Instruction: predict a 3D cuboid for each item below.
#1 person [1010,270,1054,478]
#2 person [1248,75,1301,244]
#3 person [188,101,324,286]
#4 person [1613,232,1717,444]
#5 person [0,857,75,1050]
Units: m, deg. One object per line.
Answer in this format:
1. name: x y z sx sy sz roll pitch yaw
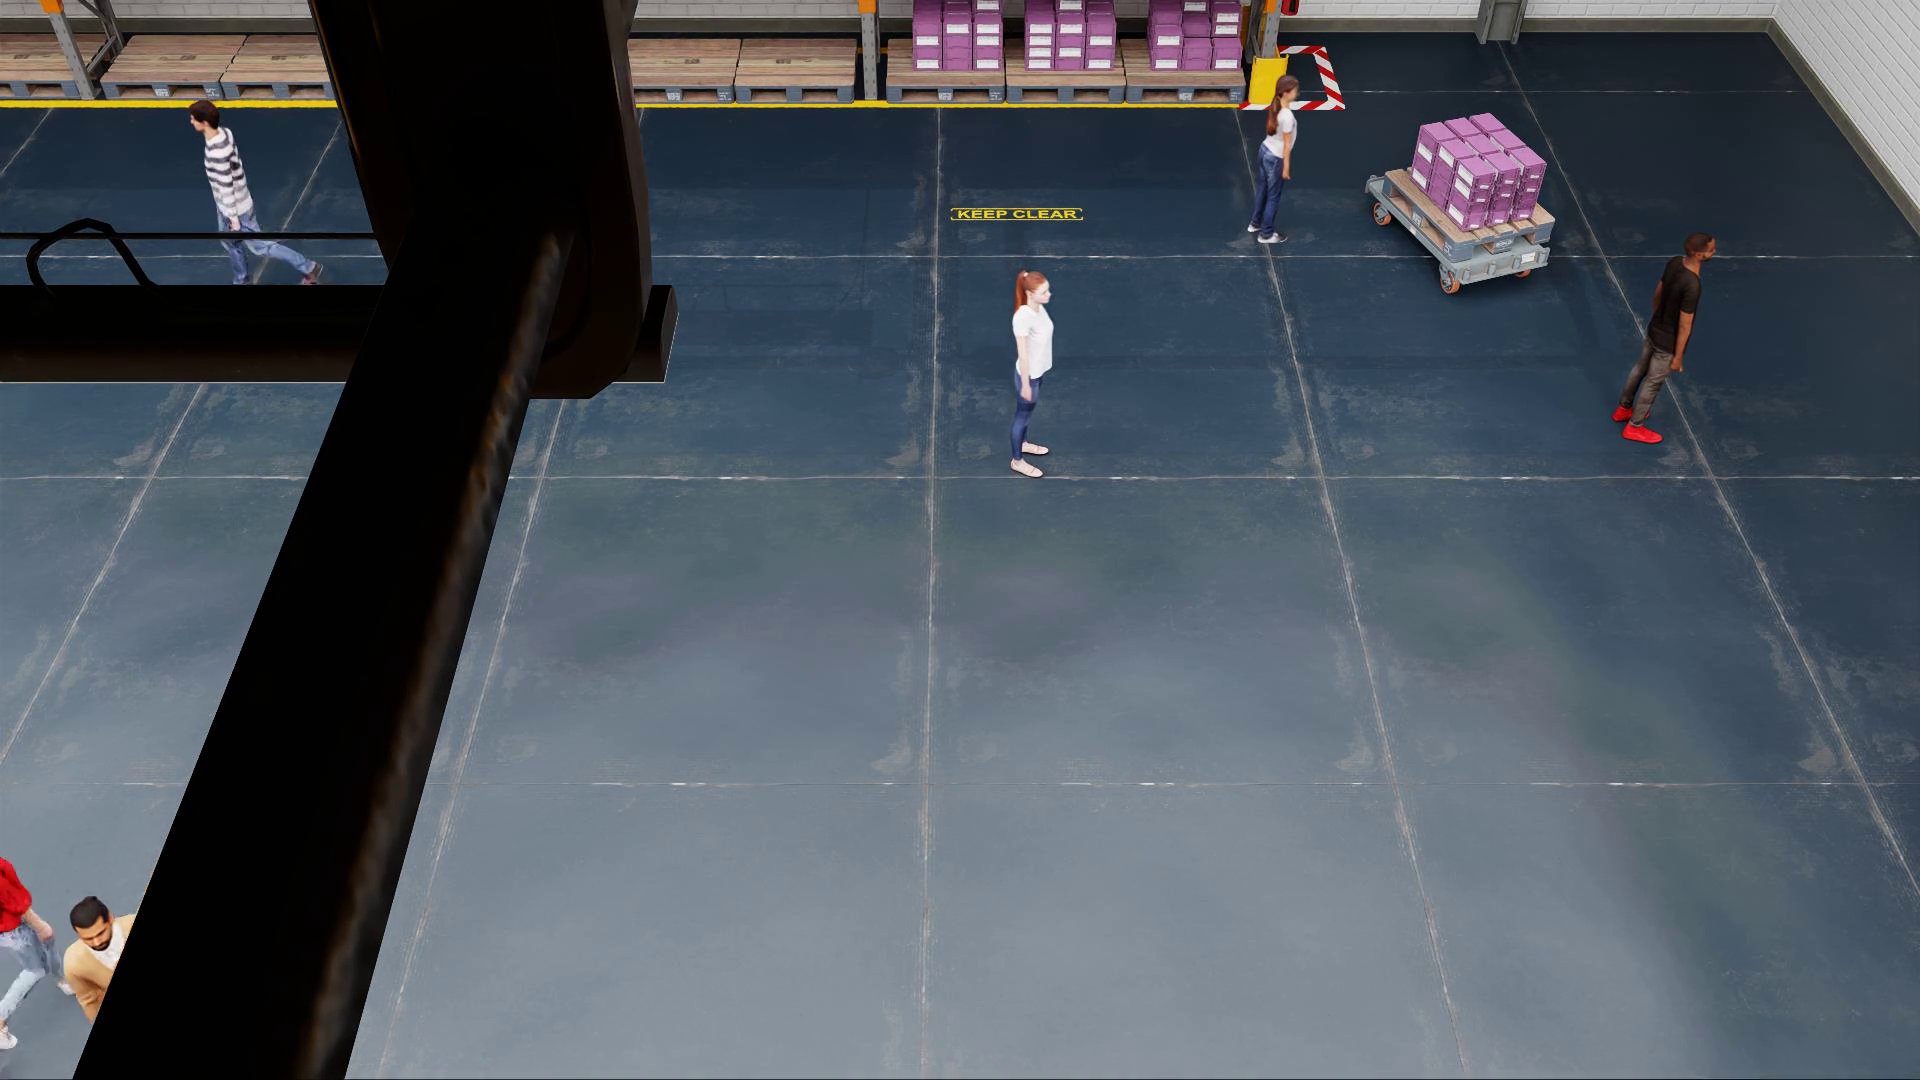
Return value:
1. person: 0.503 -1.252 12.319 0.600 1.739 0.612 10 45 10
2. person: 2.787 -3.378 14.678 0.591 1.562 0.590 -12 45 -12
3. person: -5.953 -2.821 13.908 1.229 1.820 0.895 -13 45 -13
4. person: 5.341 -1.553 12.588 0.521 1.805 0.657 -2 44 -2
5. person: -5.133 2.080 8.859 1.007 1.687 0.984 23 48 23
